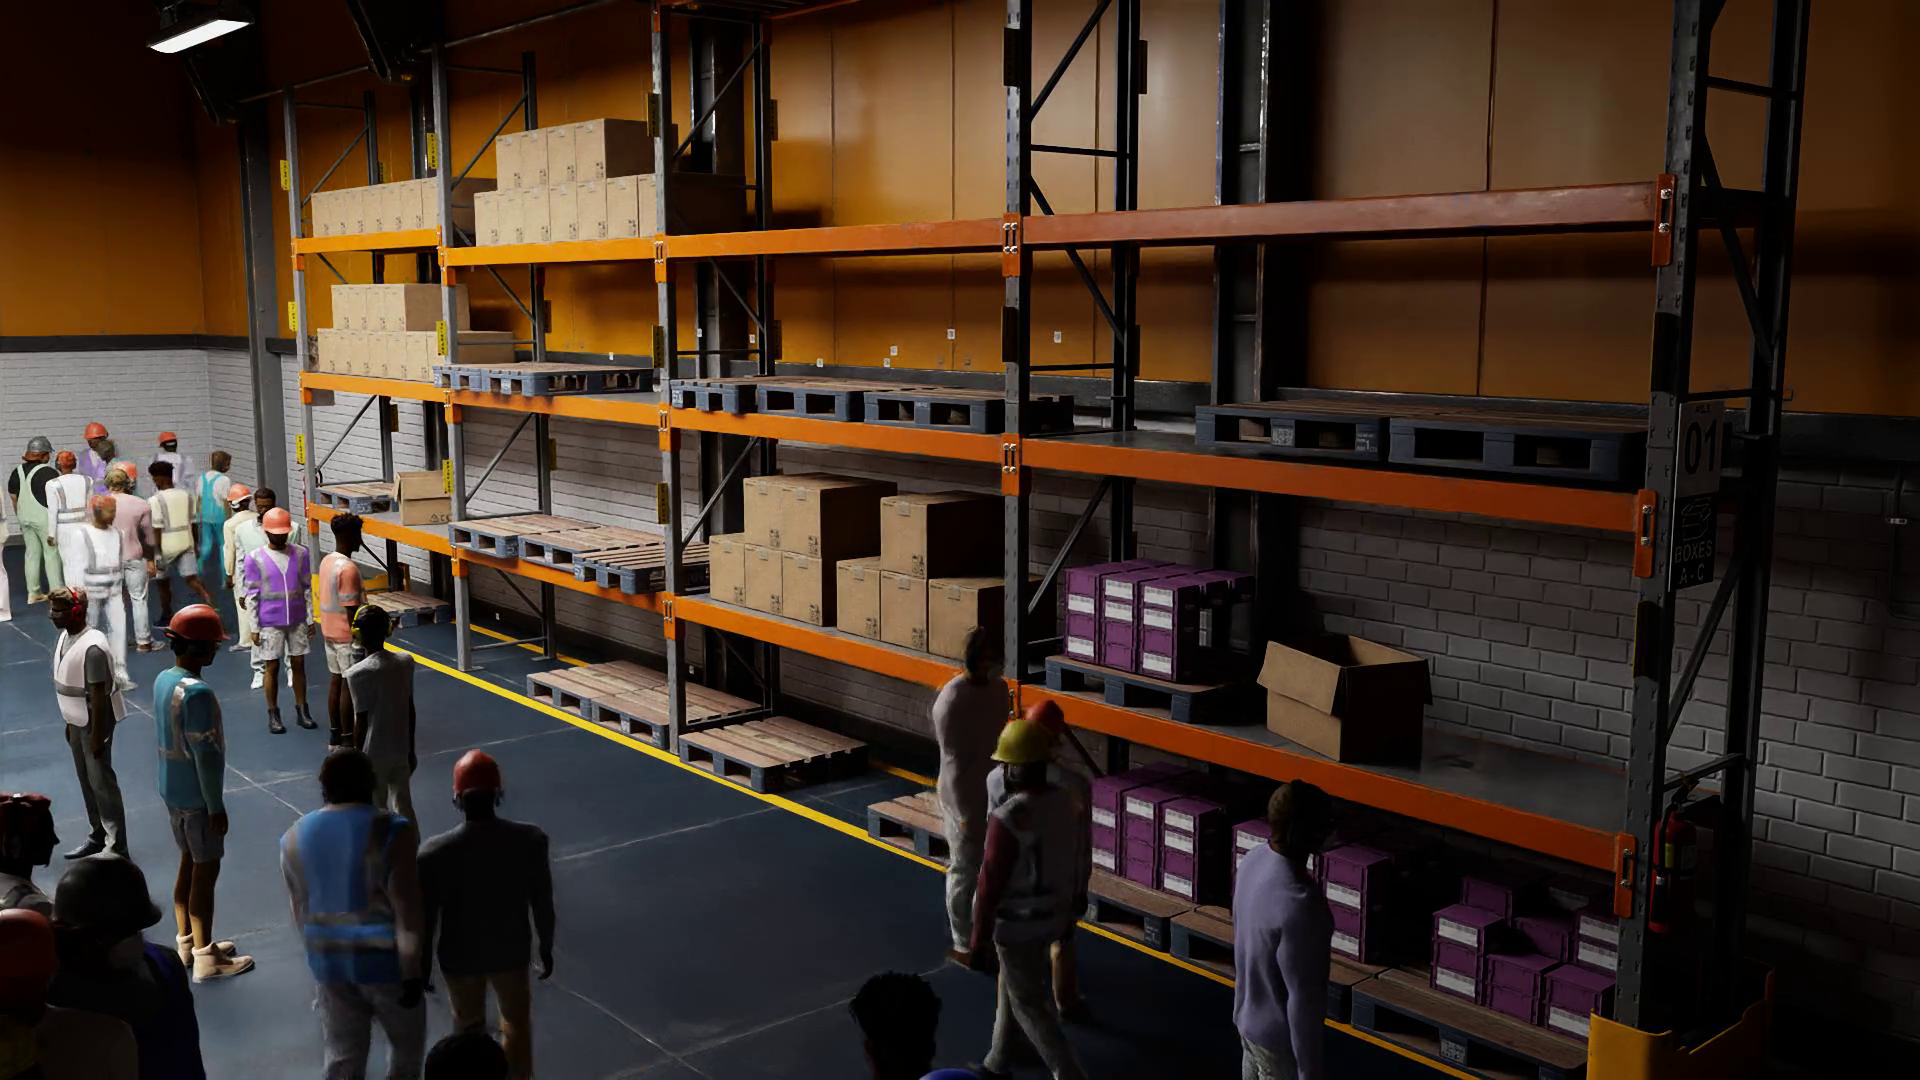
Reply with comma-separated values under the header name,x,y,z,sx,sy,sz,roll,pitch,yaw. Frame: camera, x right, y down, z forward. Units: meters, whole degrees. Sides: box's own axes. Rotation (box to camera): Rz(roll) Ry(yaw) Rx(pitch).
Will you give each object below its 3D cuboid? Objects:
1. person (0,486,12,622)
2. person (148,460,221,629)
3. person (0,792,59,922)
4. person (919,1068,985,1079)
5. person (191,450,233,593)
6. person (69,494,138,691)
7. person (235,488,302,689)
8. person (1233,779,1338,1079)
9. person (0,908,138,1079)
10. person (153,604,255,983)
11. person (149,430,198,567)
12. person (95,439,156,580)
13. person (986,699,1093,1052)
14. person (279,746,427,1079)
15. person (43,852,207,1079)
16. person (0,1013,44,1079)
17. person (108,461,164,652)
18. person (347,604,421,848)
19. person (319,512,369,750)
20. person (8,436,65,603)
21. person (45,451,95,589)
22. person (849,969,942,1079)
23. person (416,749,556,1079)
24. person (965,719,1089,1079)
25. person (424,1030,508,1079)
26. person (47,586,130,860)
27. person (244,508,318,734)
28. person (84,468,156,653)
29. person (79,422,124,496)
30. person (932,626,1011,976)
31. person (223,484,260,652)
name,x,y,z,sx,sy,sz,roll,pitch,yaw
person,-10.997,-0.018,18.858,0.369,1.928,0.585,-5,9,-29
person,-8.585,0.070,18.295,0.930,1.926,0.624,4,9,27
person,-3.408,1.843,6.078,0.574,1.884,0.361,6,10,36
person,0.079,2.159,3.802,0.690,1.905,0.654,1,8,8
person,-9.336,-0.222,20.771,0.544,1.797,0.870,2,9,17
person,-8.125,0.483,15.642,0.830,1.854,0.592,4,9,28
person,-6.501,0.448,15.703,0.590,1.909,0.385,-2,9,-16
person,1.182,1.816,6.078,0.353,1.937,0.635,-1,8,-9
person,-2.630,1.991,4.712,0.620,1.986,0.410,-3,9,-22
person,-4.101,1.354,8.989,0.405,2.032,0.610,-7,11,-42
person,-10.664,-0.534,22.566,0.614,1.888,0.580,-2,8,-15
person,-10.876,-0.368,21.529,0.970,1.867,0.646,-2,9,-17
person,0.386,1.626,8.182,0.572,1.715,0.812,3,9,19
person,-2.499,1.768,6.903,0.656,1.796,0.583,1,8,8
person,-2.501,1.920,5.001,0.538,2.000,0.687,3,9,19
person,-2.588,2.139,4.549,0.487,1.737,0.320,2,8,13
person,-8.645,0.179,17.318,0.644,1.981,0.425,2,8,12
person,-3.452,1.300,9.929,0.327,1.865,0.517,4,9,26
person,-4.937,0.750,13.392,0.365,1.962,0.613,-6,10,-38
person,-11.030,-0.246,20.057,0.688,2.000,0.536,2,8,15
person,-10.525,-0.118,19.710,0.354,1.883,0.573,5,10,33
person,-0.107,2.076,4.242,0.637,1.949,0.574,-1,8,-5
person,-2.053,1.752,7.181,0.594,1.739,0.364,-4,9,-23
person,0.338,1.698,7.415,0.859,1.791,0.624,7,10,38
person,-1.150,2.099,4.310,0.596,1.889,0.851,1,8,9
person,-5.625,1.195,10.761,0.561,1.836,0.393,8,11,43
person,-5.724,0.677,14.057,0.550,1.925,0.393,-7,11,-41
person,-8.636,0.223,17.150,0.634,1.938,0.355,-4,9,-24
person,-11.456,-0.554,22.194,0.613,2.039,0.393,0,8,2
person,0.101,1.408,8.971,0.442,1.921,0.639,7,10,39
person,-7.470,0.288,17.376,0.365,1.743,0.569,3,9,22
